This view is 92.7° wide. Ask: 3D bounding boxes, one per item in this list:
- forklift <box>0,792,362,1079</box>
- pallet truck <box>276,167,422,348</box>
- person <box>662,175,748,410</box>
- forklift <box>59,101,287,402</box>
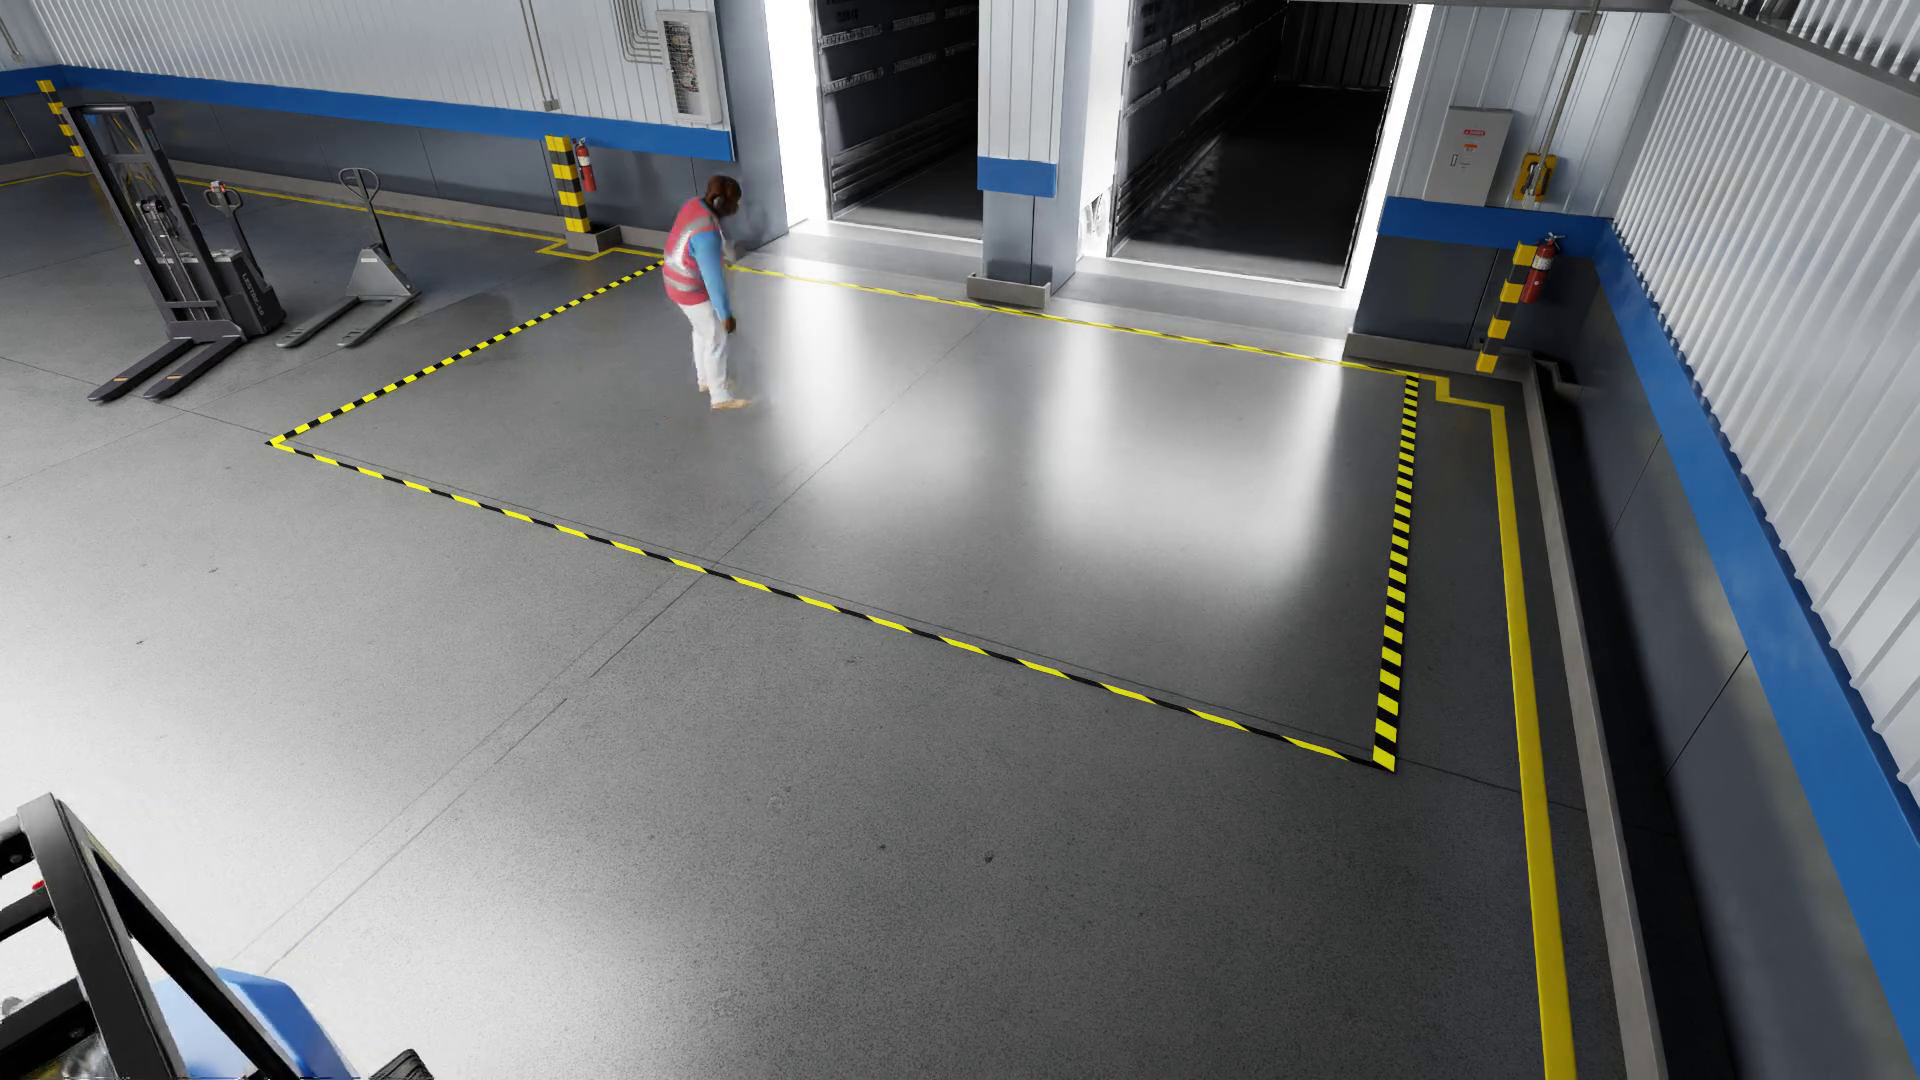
[{"bbox_3d":[-1.323,1.628,1.381,2.680,2.036,1.157,27,43,33],"label":"forklift"},{"bbox_3d":[-5.732,-2.611,8.414,0.680,1.201,1.601,-1,35,-1],"label":"pallet truck"},{"bbox_3d":[-1.882,-1.847,6.933,0.638,1.748,0.834,-13,37,-18],"label":"person"},{"bbox_3d":[-6.686,-2.387,7.434,0.823,1.965,1.885,-3,35,-5],"label":"forklift"}]
